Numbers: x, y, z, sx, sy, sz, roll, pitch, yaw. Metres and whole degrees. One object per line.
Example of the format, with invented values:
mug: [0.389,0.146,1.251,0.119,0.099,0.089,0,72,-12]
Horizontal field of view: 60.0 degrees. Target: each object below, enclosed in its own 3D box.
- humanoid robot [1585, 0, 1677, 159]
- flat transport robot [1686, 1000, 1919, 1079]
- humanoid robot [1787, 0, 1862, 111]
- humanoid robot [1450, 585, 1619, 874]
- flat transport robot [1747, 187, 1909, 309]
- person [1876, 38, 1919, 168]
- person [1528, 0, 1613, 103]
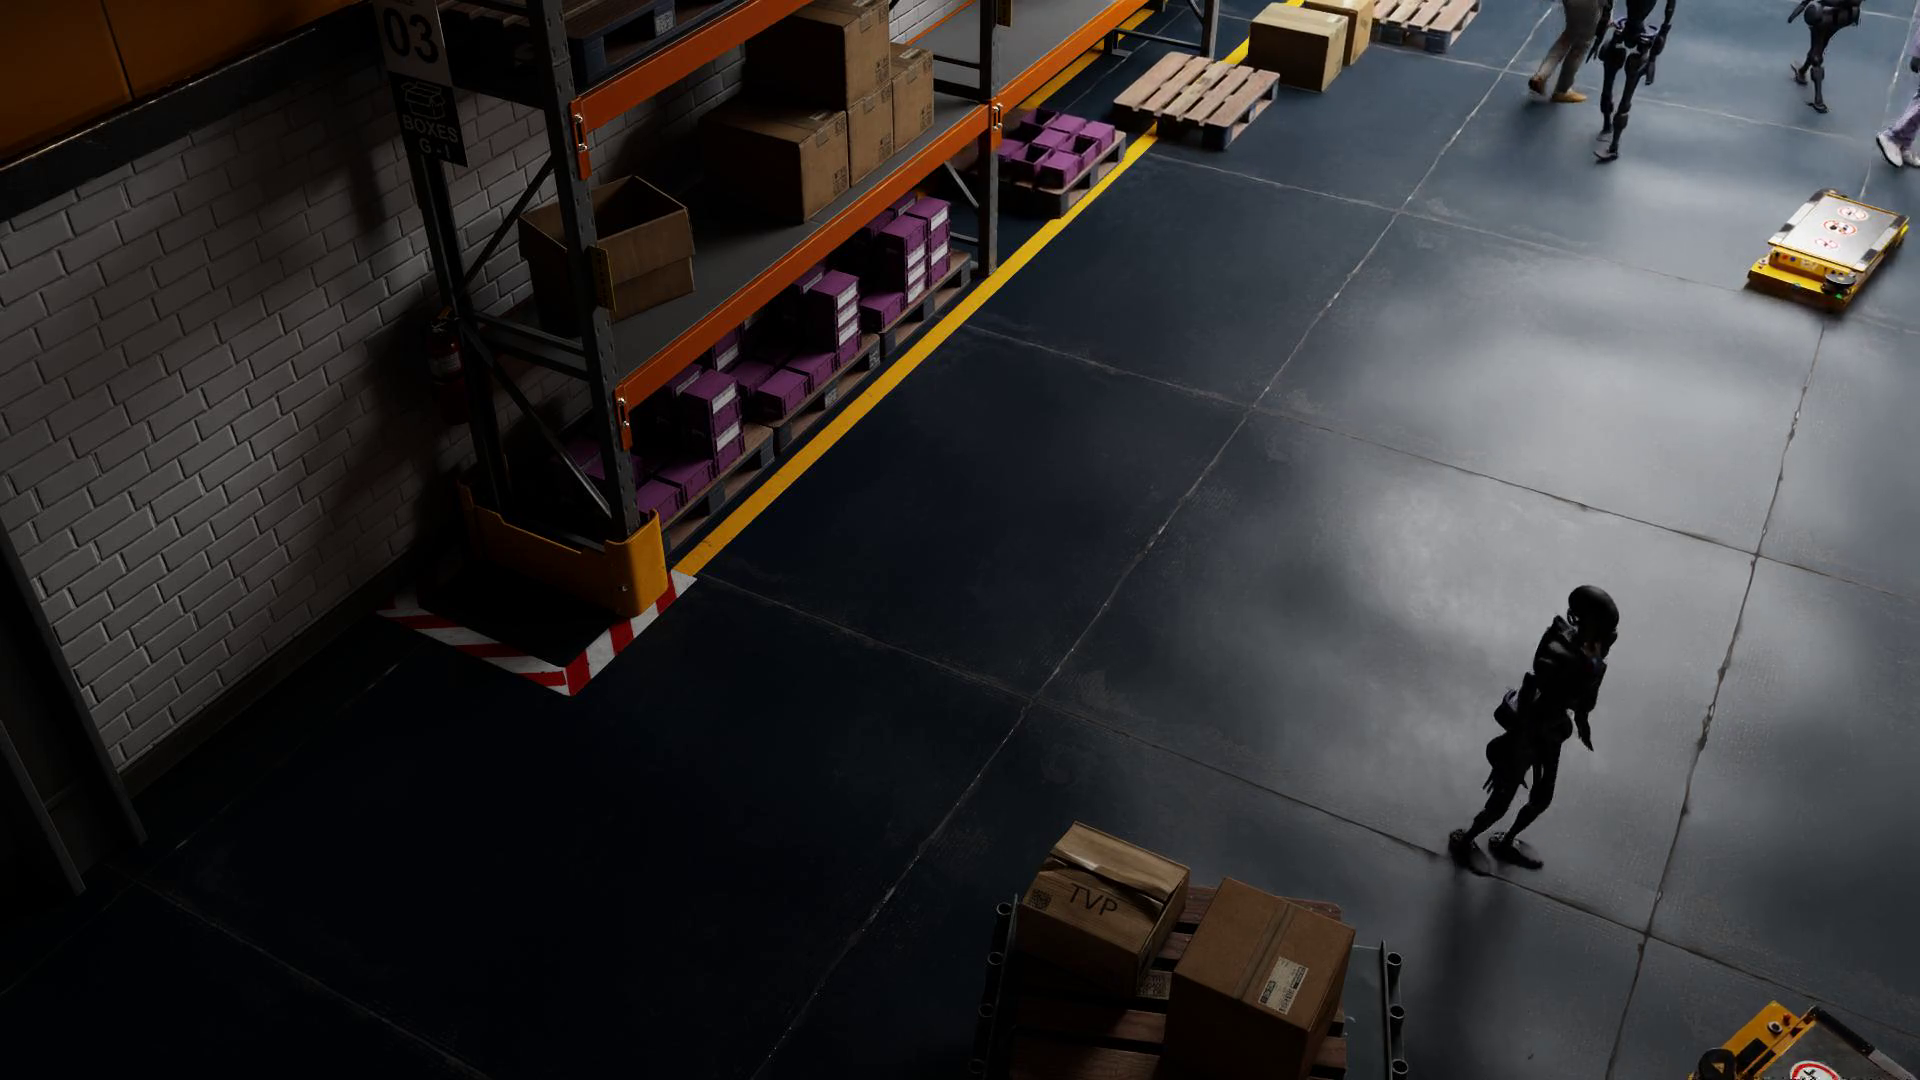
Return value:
humanoid robot: [5.143,-3.803,12.867,0.618,1.630,0.586,-31,48,-33]
flat transport robot: [3.540,2.363,6.265,0.659,0.231,1.431,-25,45,-28]
humanoid robot: [7.151,-4.425,13.669,0.608,1.622,0.800,-7,39,-9]
humanoid robot: [2.456,0.799,7.099,0.586,1.638,0.404,-25,45,-28]
flat transport robot: [6.205,-2.093,11.836,0.659,0.231,1.431,28,46,30]
person: [7.496,-3.714,12.570,0.695,1.880,0.431,-27,46,-30]
person: [5.023,-4.387,13.439,0.532,1.856,0.615,-10,40,-12]
